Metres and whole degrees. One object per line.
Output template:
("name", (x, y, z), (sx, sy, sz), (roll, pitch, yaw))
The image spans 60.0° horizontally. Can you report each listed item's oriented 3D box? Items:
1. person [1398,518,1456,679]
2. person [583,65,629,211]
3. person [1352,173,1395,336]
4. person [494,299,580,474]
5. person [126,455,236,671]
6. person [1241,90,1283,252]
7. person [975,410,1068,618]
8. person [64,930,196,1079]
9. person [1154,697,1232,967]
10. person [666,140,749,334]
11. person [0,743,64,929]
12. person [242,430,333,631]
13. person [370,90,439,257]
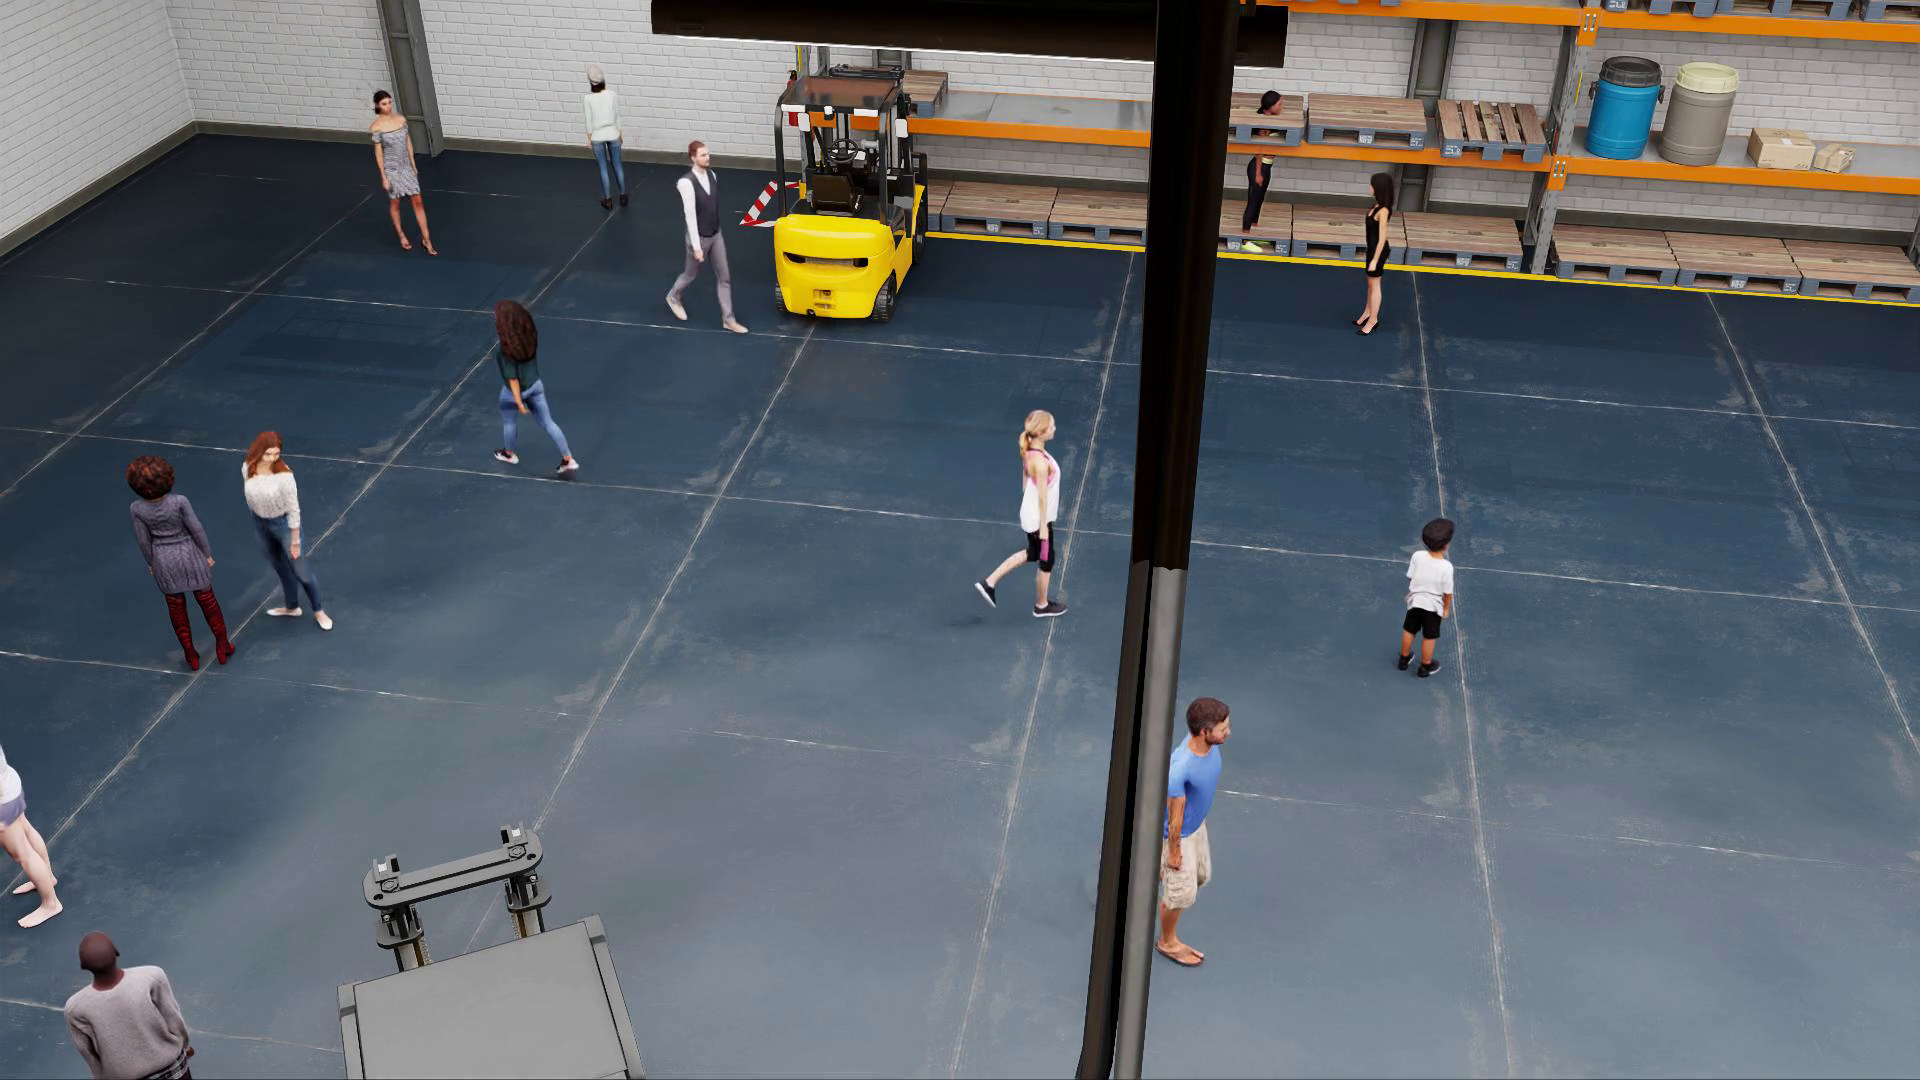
("person", (3.299, 0.409, 11.741), (0.537, 1.257, 0.627), (24, 41, 32))
("person", (-4.033, -4.593, 18.914), (0.599, 1.647, 0.699), (-14, 36, -19))
("person", (4.062, -2.787, 16.199), (0.482, 1.645, 0.554), (4, 34, 7))
("person", (-3.585, -1.246, 13.941), (1.177, 1.579, 0.822), (16, 37, 23))
("person", (-5.496, 0.163, 11.701), (0.599, 1.711, 0.716), (-10, 35, -14))
("person", (3.217, -3.980, 17.895), (0.596, 1.754, 0.610), (15, 36, 21))
("person", (0.478, -0.146, 12.113), (1.023, 1.771, 0.813), (-6, 34, -8))
("person", (-3.961, 2.539, 8.073), (0.689, 1.770, 0.750), (-21, 39, -28))
("person", (1.172, 1.597, 9.425), (0.988, 1.842, 0.850), (23, 40, 31))
("person", (-2.581, -2.966, 16.224), (1.295, 1.915, 1.020), (22, 40, 30))
("person", (-5.591, 1.479, 9.671), (0.736, 1.768, 0.686), (-17, 37, -24))
("person", (-4.995, -0.103, 12.113), (0.527, 1.698, 0.840), (20, 38, 27))
("person", (-6.061, -3.935, 17.788), (0.906, 1.799, 1.004), (-29, 43, -36))
